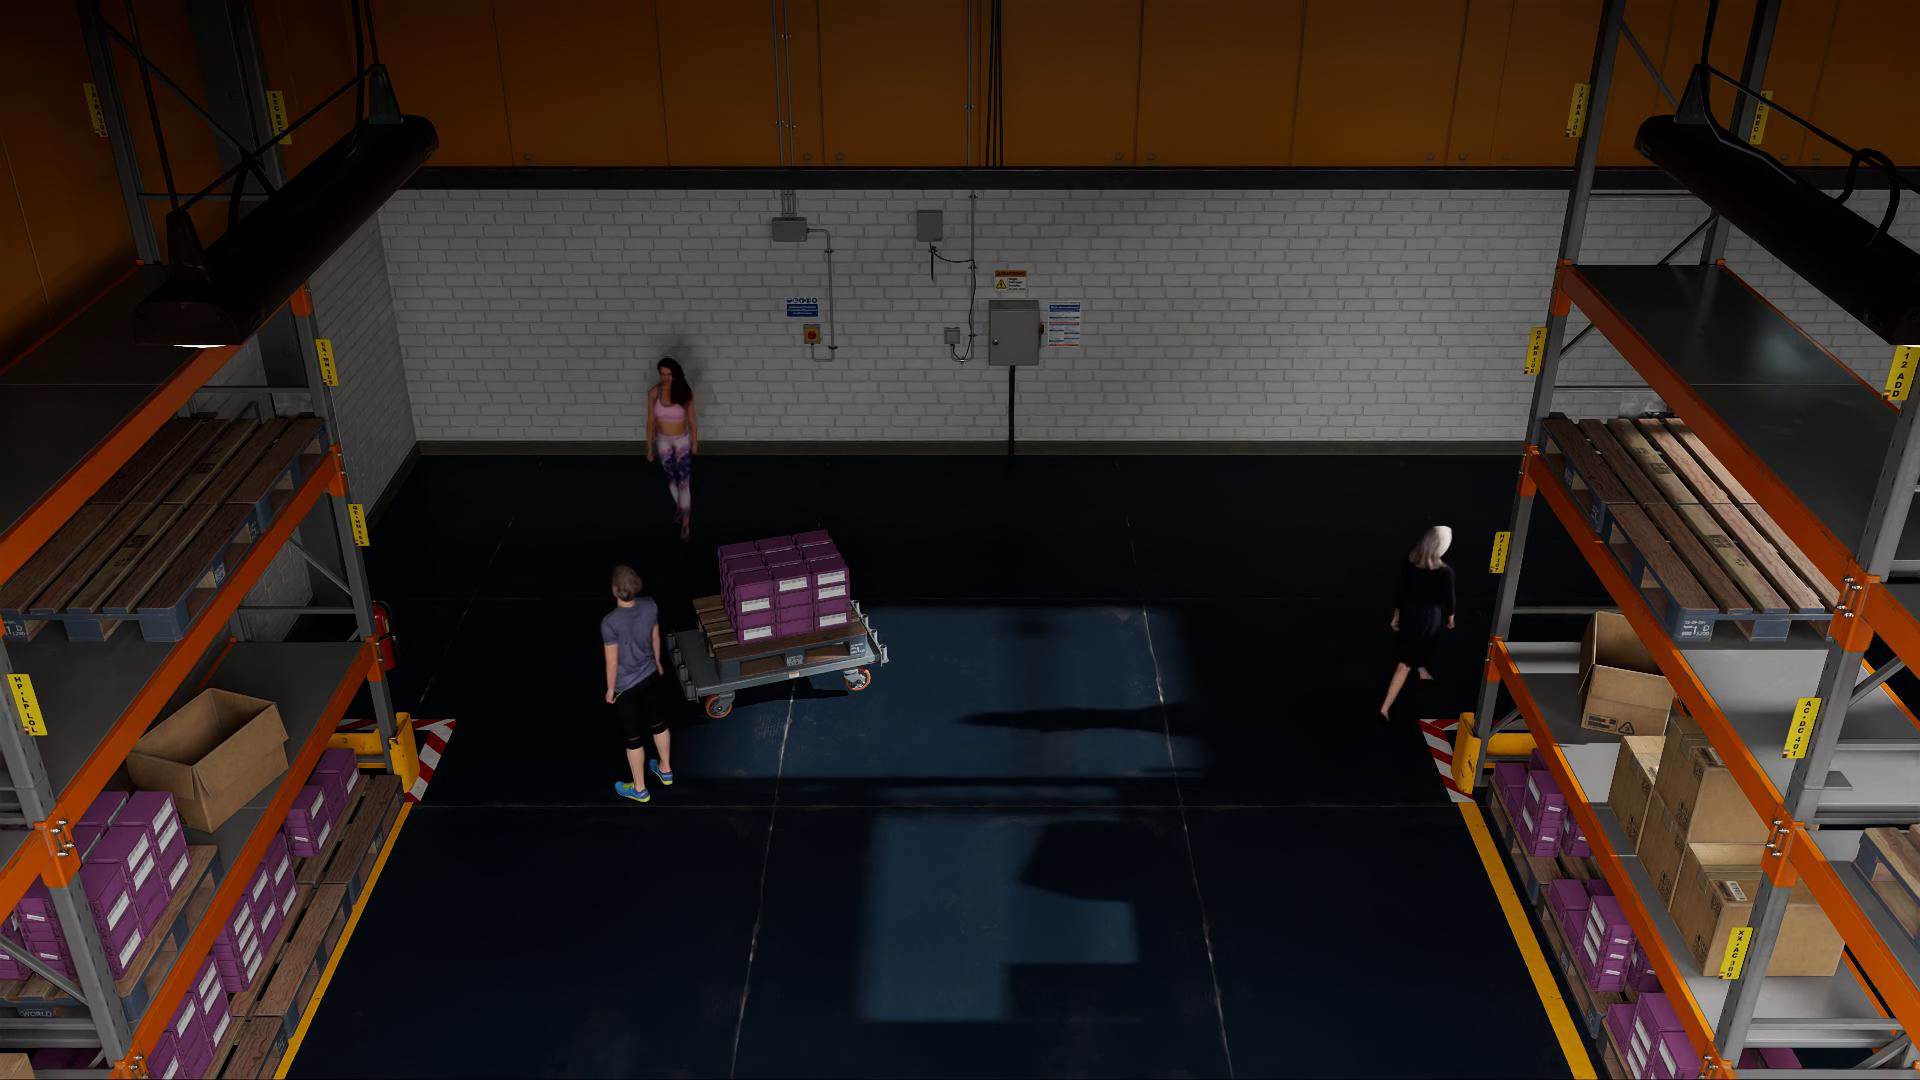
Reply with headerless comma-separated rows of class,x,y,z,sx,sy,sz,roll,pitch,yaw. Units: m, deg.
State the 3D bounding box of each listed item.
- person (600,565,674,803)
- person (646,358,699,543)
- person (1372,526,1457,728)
person,-2.341,1.020,12.003,0.805,1.887,0.727,22,35,34
person,-2.695,-0.925,15.720,0.635,1.741,0.965,3,29,5
person,3.482,0.712,12.761,1.133,1.702,1.084,-25,37,-38
